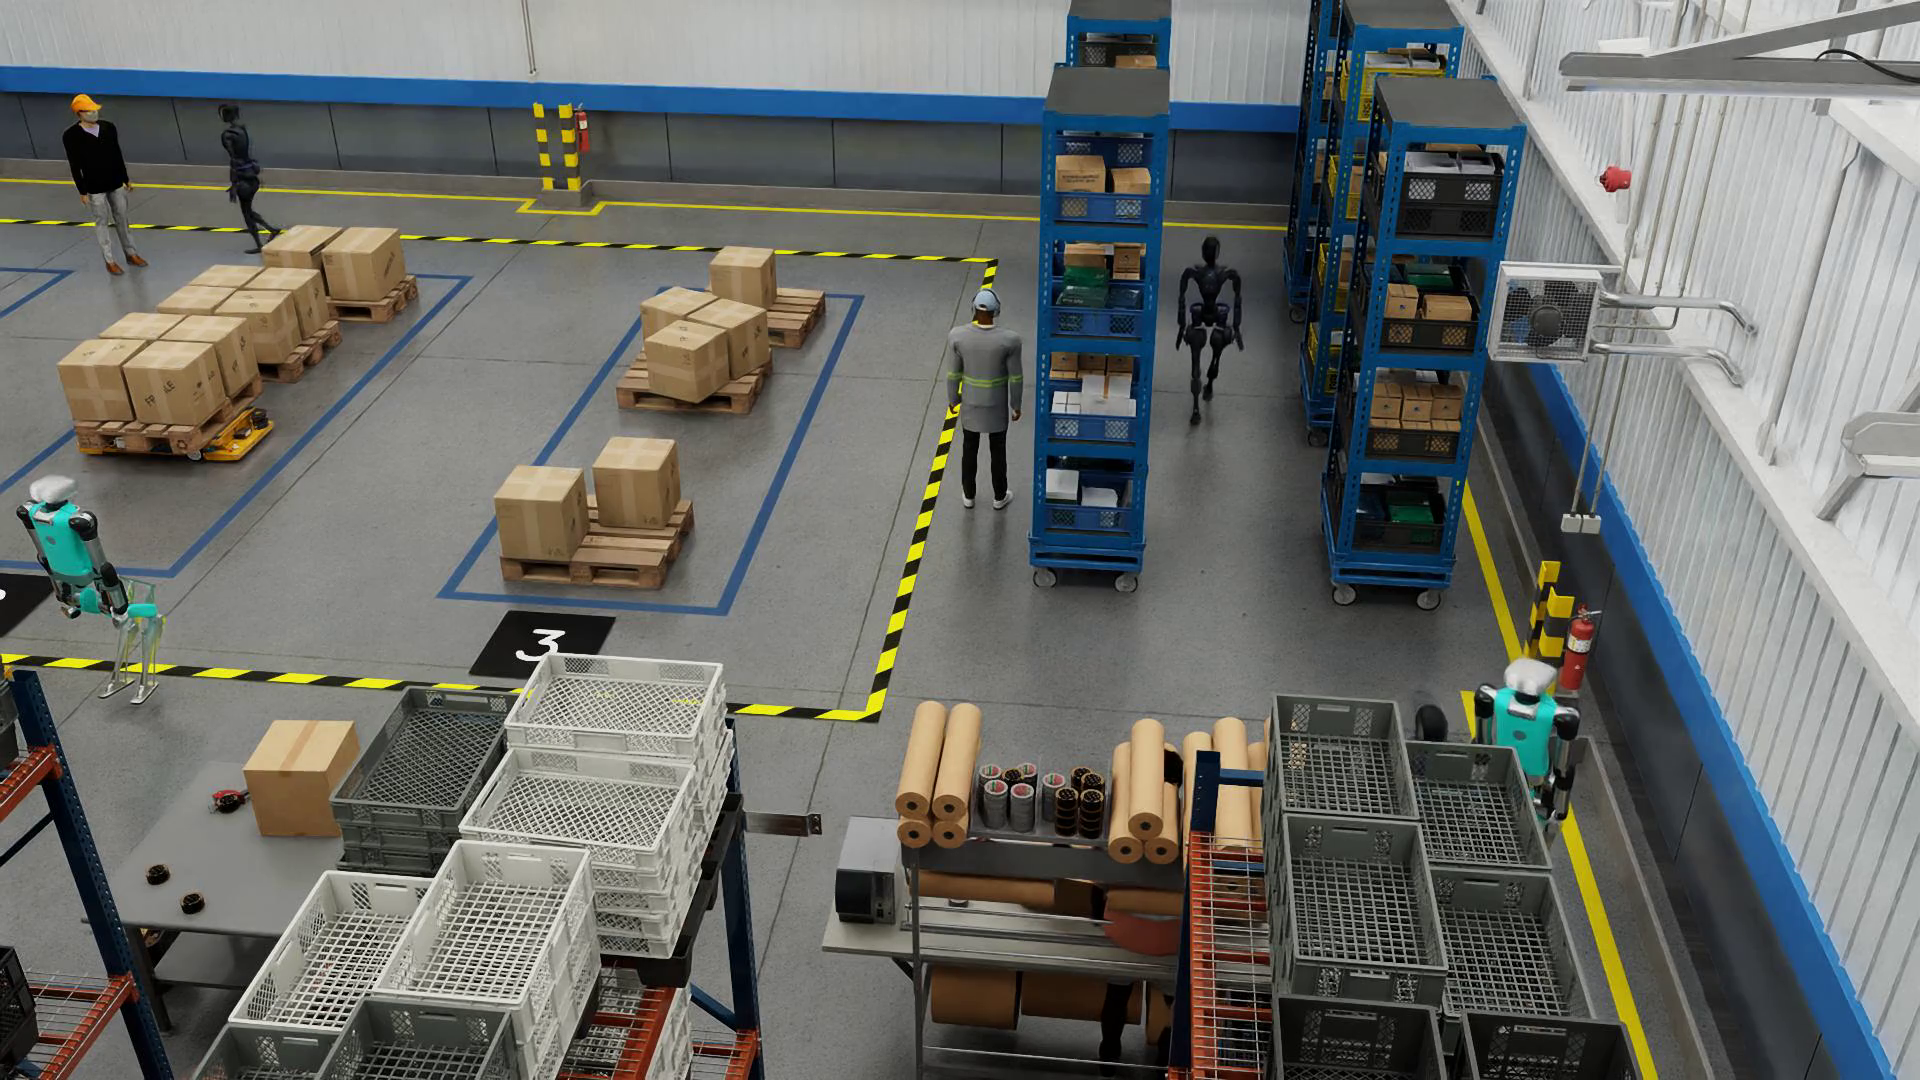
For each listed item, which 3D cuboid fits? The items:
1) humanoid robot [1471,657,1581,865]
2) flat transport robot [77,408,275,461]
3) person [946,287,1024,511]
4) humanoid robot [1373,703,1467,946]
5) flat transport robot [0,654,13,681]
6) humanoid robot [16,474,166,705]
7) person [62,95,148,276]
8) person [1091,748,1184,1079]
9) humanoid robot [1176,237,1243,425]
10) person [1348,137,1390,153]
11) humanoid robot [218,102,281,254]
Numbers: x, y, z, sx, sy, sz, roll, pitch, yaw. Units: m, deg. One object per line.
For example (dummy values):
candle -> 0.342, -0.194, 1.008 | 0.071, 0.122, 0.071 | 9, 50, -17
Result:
humanoid robot -> 3.064, 1.326, 9.028 | 0.565, 1.859, 0.814 | 17, 34, 27
flat transport robot -> -6.728, -0.944, 14.268 | 1.431, 0.197, 0.652 | 3, 30, 6
person -> 0.200, -1.105, 12.997 | 0.599, 1.850, 0.386 | 5, 31, 8
humanoid robot -> 2.350, 1.507, 8.688 | 0.609, 1.645, 0.331 | -4, 30, -7
flat transport robot -> -7.142, 0.969, 11.010 | 1.431, 0.231, 0.659 | 3, 30, 6
humanoid robot -> -5.439, 0.254, 10.647 | 0.533, 1.673, 0.735 | 9, 31, 16
person -> -9.001, -3.741, 17.492 | 0.364, 1.883, 0.589 | 18, 35, 28
person -> 0.902, 1.824, 7.863 | 0.603, 1.957, 0.369 | 8, 31, 13
humanoid robot -> 2.189, -1.867, 14.541 | 0.588, 1.632, 0.793 | 5, 31, 8
person -> 4.262, -3.698, 17.365 | 0.373, 1.940, 0.629 | -24, 38, -35
humanoid robot -> -7.704, -3.907, 17.985 | 0.399, 1.650, 0.609 | -3, 30, -5
